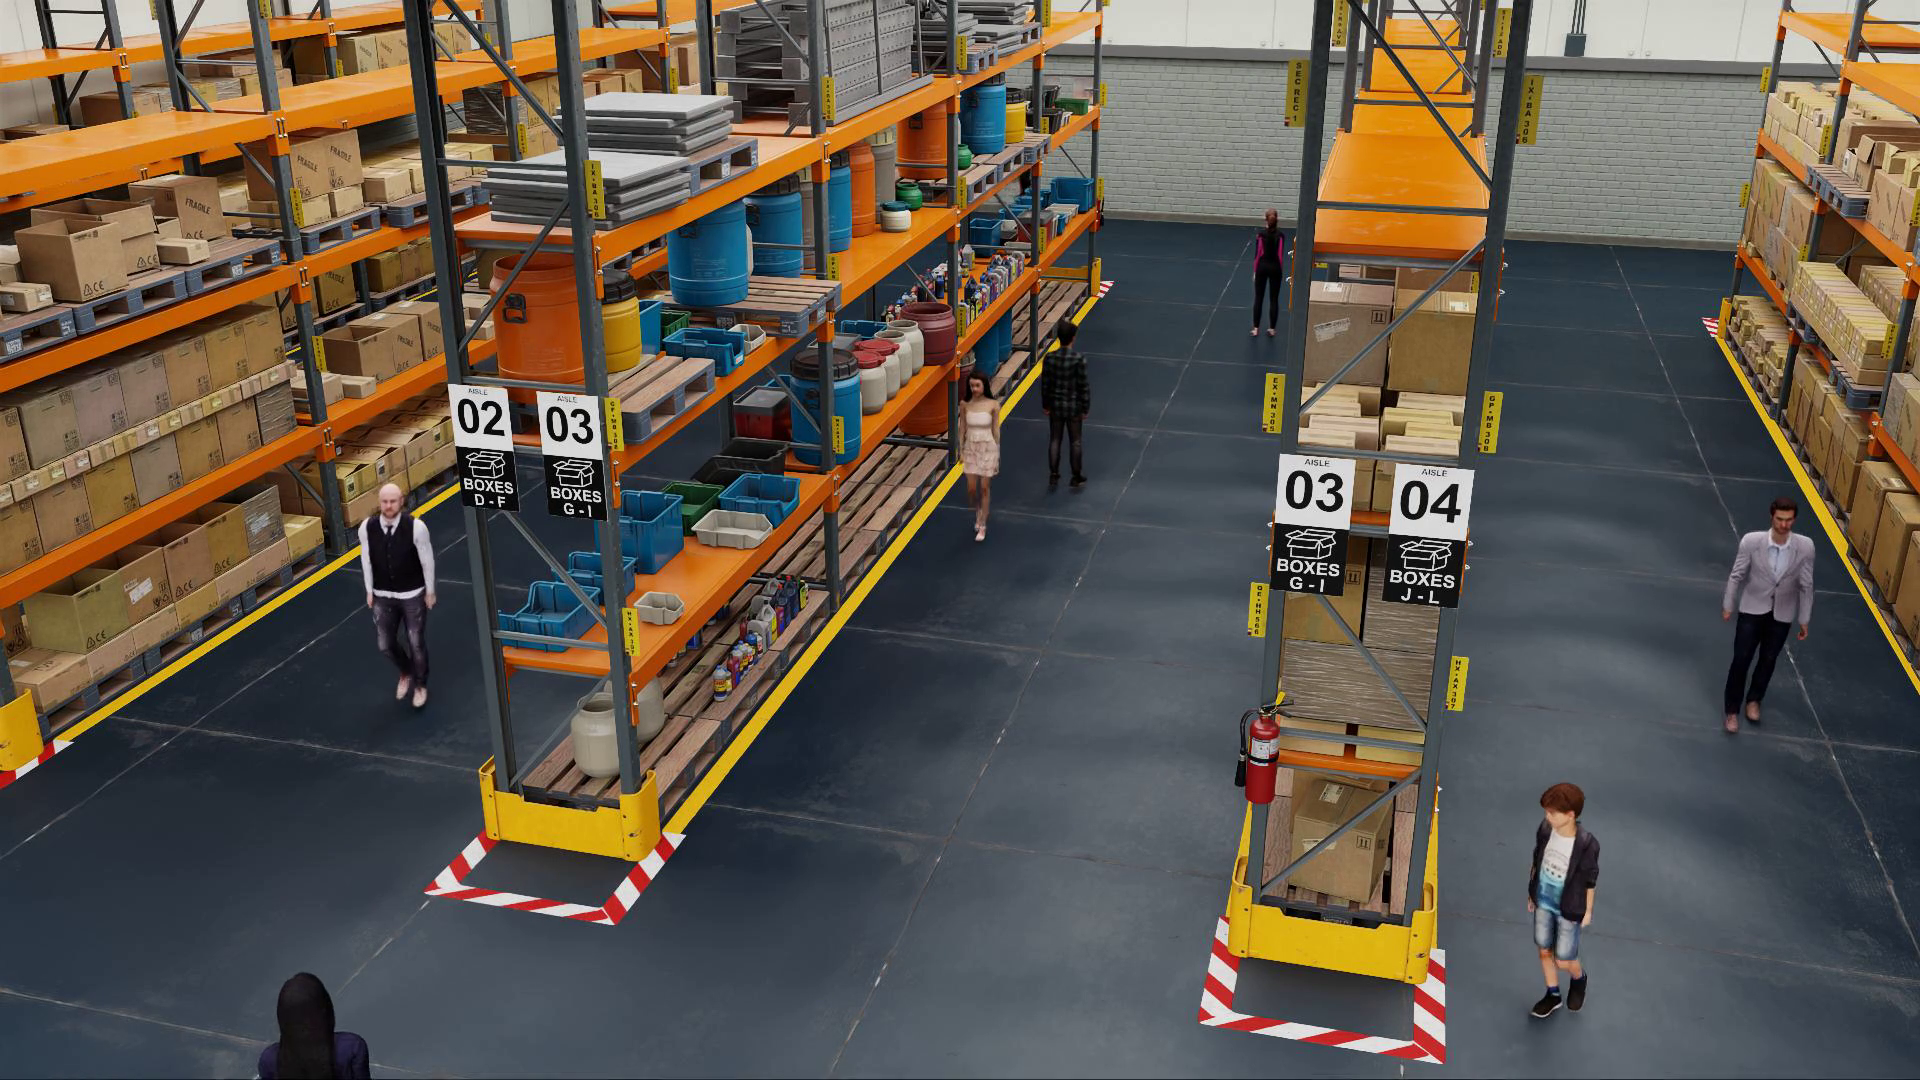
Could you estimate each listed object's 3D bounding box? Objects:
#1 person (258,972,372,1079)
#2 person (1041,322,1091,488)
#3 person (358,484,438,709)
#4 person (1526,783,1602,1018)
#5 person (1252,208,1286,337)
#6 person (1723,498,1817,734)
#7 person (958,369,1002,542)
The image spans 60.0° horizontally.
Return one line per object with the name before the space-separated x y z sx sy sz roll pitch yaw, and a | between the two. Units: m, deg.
person | -2.783 2.695 7.295 0.969 1.703 1.149 -7 23 -16
person | 1.095 -1.397 17.072 0.694 1.714 0.540 8 24 18
person | -4.271 0.401 12.762 0.799 1.810 0.790 -2 22 -5
person | 3.403 2.006 9.339 0.739 1.432 0.682 -18 29 -38
person | 4.233 -3.673 22.804 0.561 1.748 0.565 3 22 8
person | 6.054 0.503 12.495 0.715 1.823 0.826 6 23 13
person | 0.233 -0.828 15.883 0.578 1.723 0.605 5 23 11
